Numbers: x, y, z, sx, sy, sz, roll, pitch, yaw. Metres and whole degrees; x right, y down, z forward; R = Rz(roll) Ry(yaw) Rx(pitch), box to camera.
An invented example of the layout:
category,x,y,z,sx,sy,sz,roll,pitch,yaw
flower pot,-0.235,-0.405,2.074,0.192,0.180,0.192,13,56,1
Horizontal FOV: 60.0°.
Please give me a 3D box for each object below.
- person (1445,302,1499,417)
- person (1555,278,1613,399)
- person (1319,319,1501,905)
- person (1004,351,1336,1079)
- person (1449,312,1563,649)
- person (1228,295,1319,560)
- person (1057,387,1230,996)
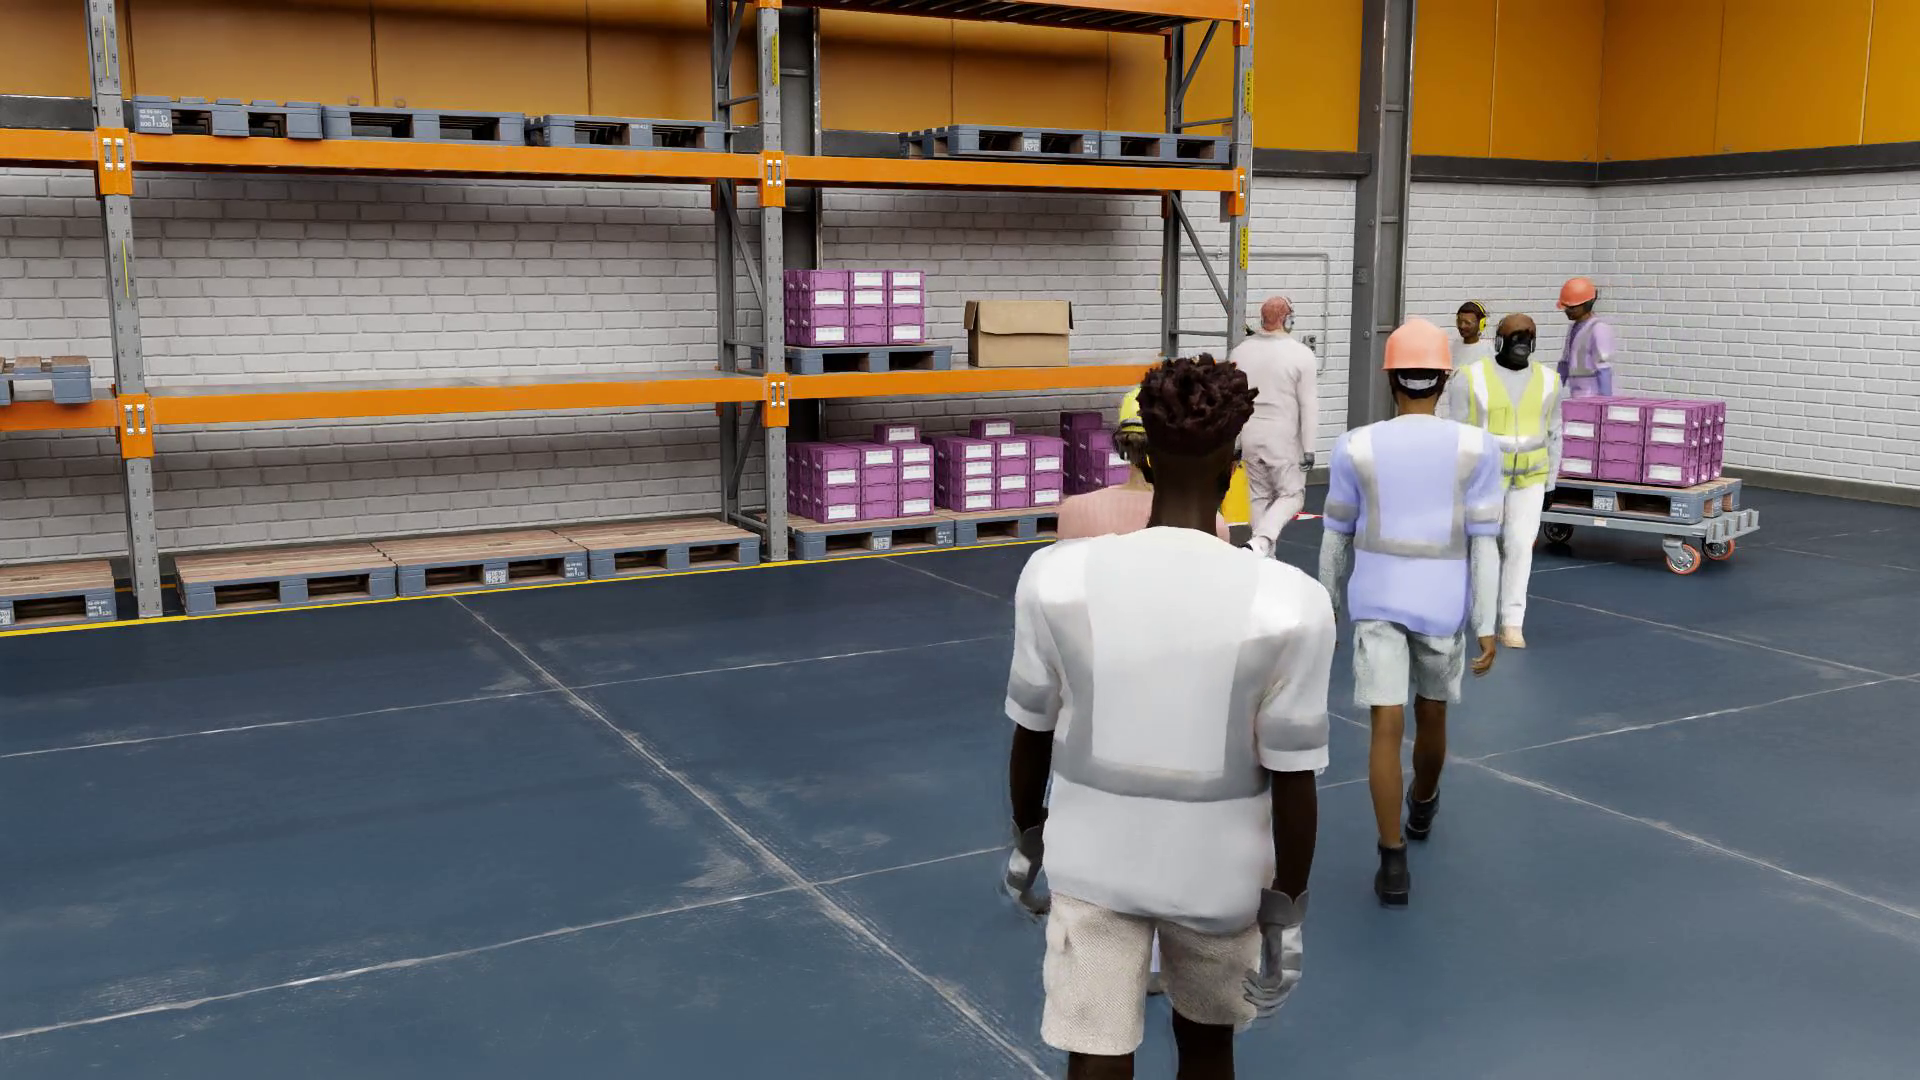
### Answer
category,x,y,z,sx,sy,sz,roll,pitch,yaw
person,3.952,-0.943,12.972,0.991,1.824,0.532,-5,11,-29
person,5.050,-1.140,13.598,0.798,1.975,0.774,1,9,6
person,1.518,0.204,5.679,0.576,1.887,0.965,2,10,14
person,0.364,0.615,3.105,0.623,1.930,0.972,2,9,10
person,3.000,-0.343,9.204,0.641,1.829,0.607,0,9,3
person,2.007,-0.639,10.814,0.662,1.890,0.635,8,12,40
person,0.518,0.423,4.798,0.523,1.751,0.377,4,10,24
